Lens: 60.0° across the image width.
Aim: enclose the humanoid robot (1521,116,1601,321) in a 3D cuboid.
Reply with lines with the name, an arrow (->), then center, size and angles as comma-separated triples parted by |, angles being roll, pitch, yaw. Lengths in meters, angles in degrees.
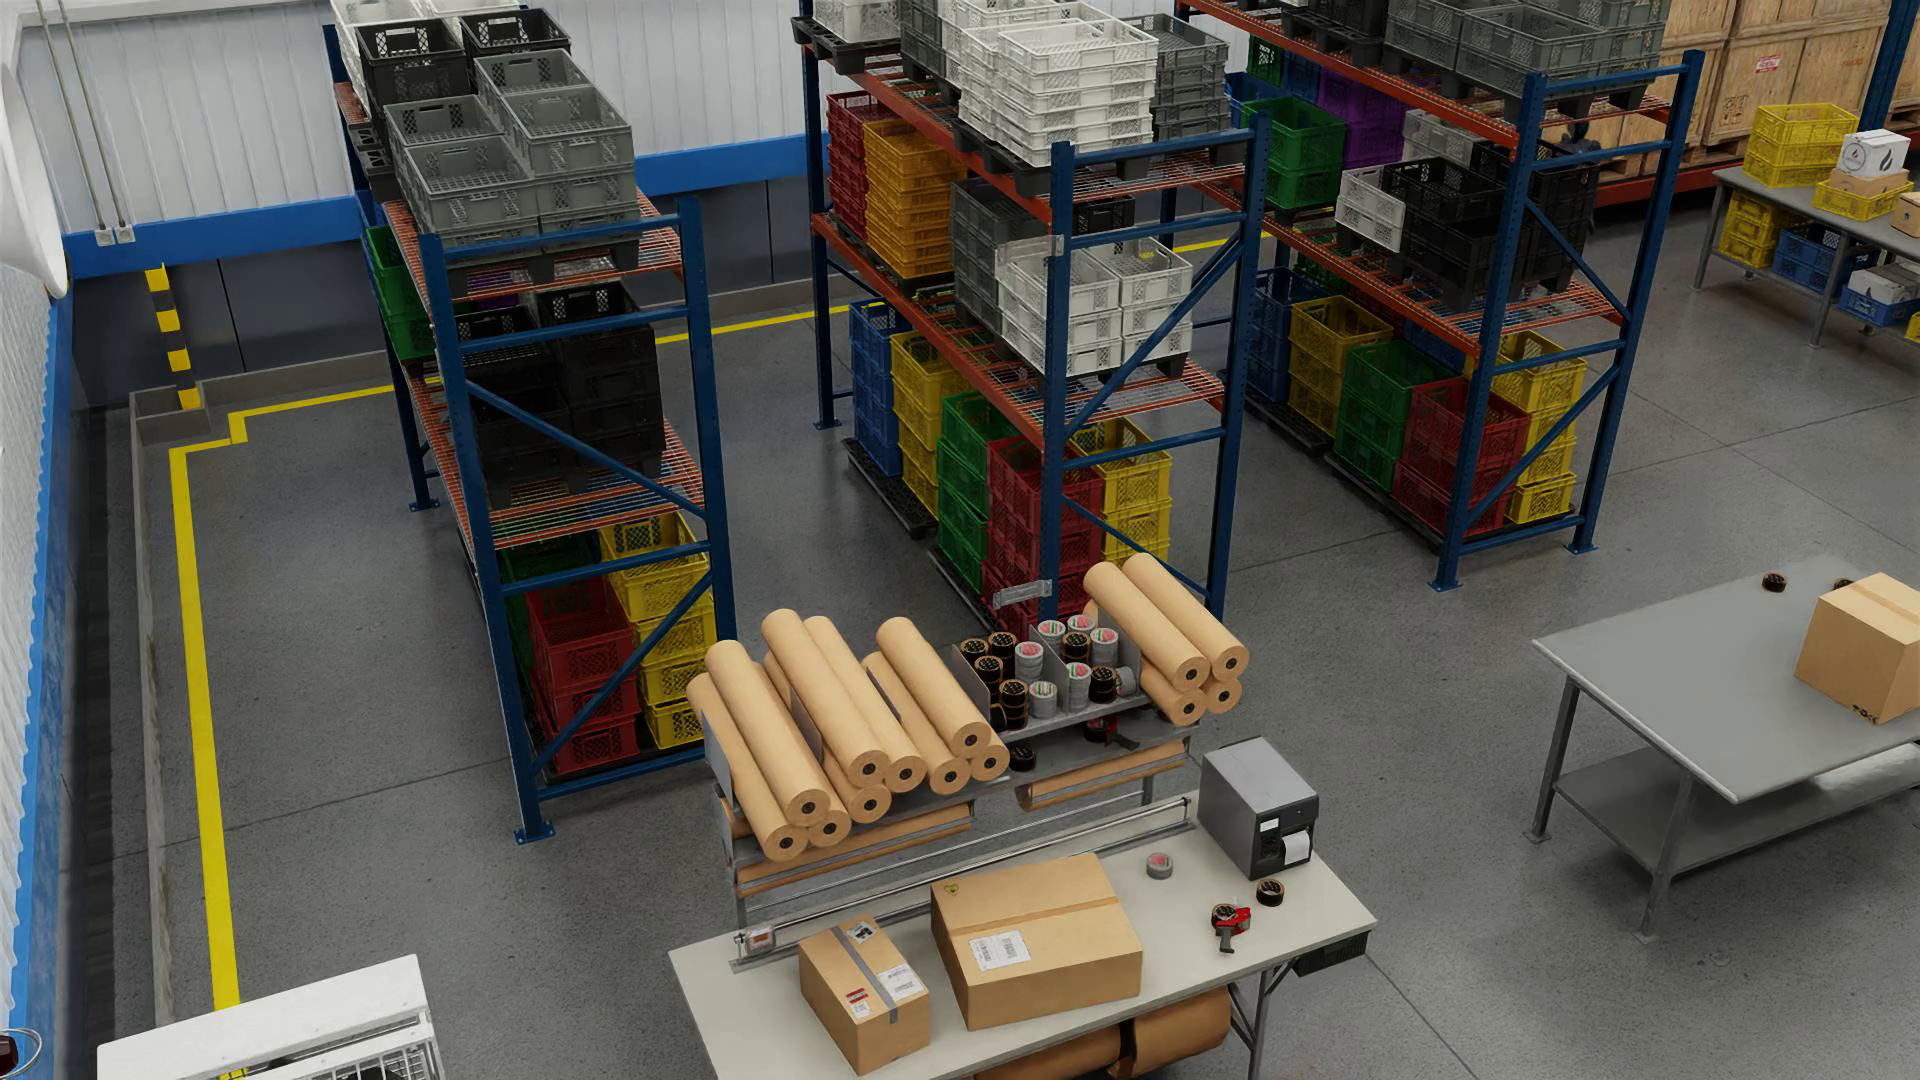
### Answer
humanoid robot -> 4.562, -2.479, 12.649 | 0.595, 1.649, 0.329 | -12, 34, -19
